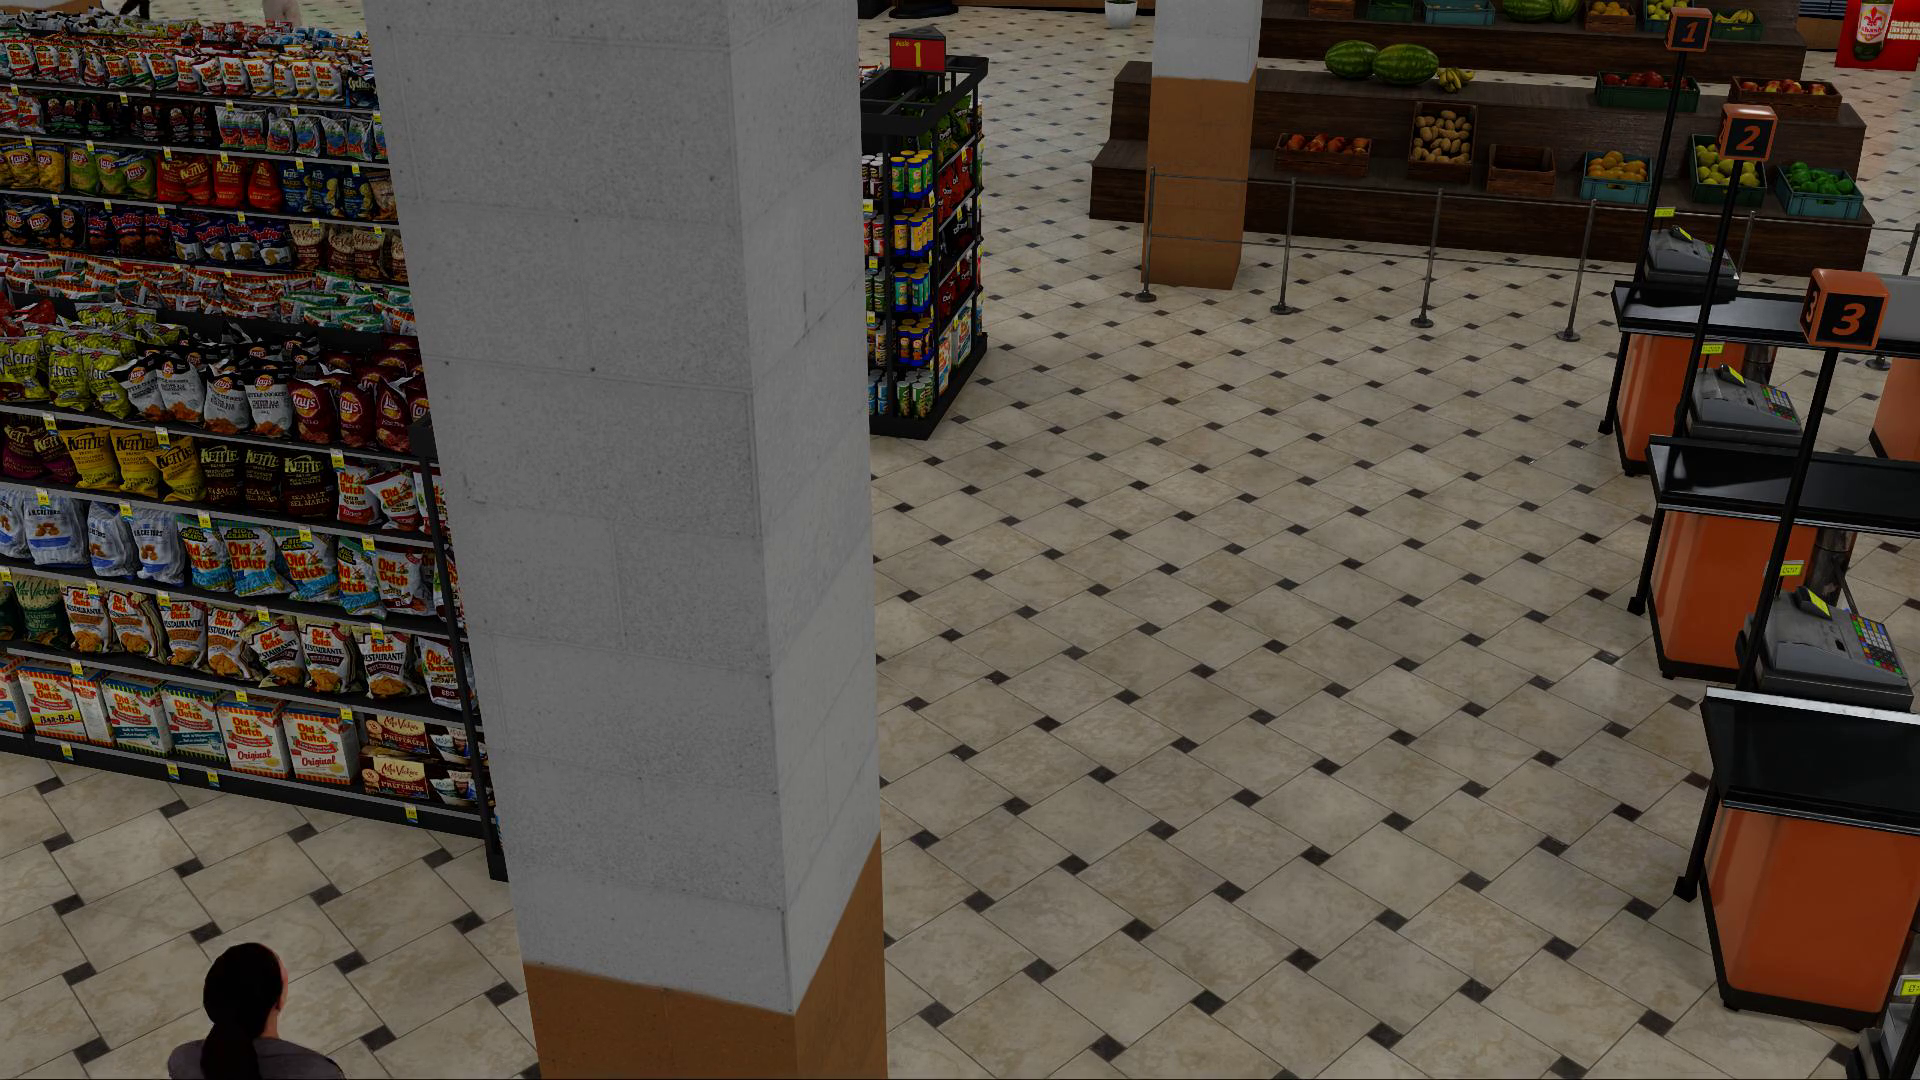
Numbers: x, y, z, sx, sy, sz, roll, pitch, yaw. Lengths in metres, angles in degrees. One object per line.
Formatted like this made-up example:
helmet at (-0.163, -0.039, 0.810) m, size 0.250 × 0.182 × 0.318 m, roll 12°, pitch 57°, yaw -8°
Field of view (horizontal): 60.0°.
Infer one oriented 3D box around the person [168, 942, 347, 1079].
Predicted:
person at (-1.711, 1.769, 4.158) m, size 0.941 × 1.642 × 0.806 m, roll 1°, pitch 29°, yaw 1°
